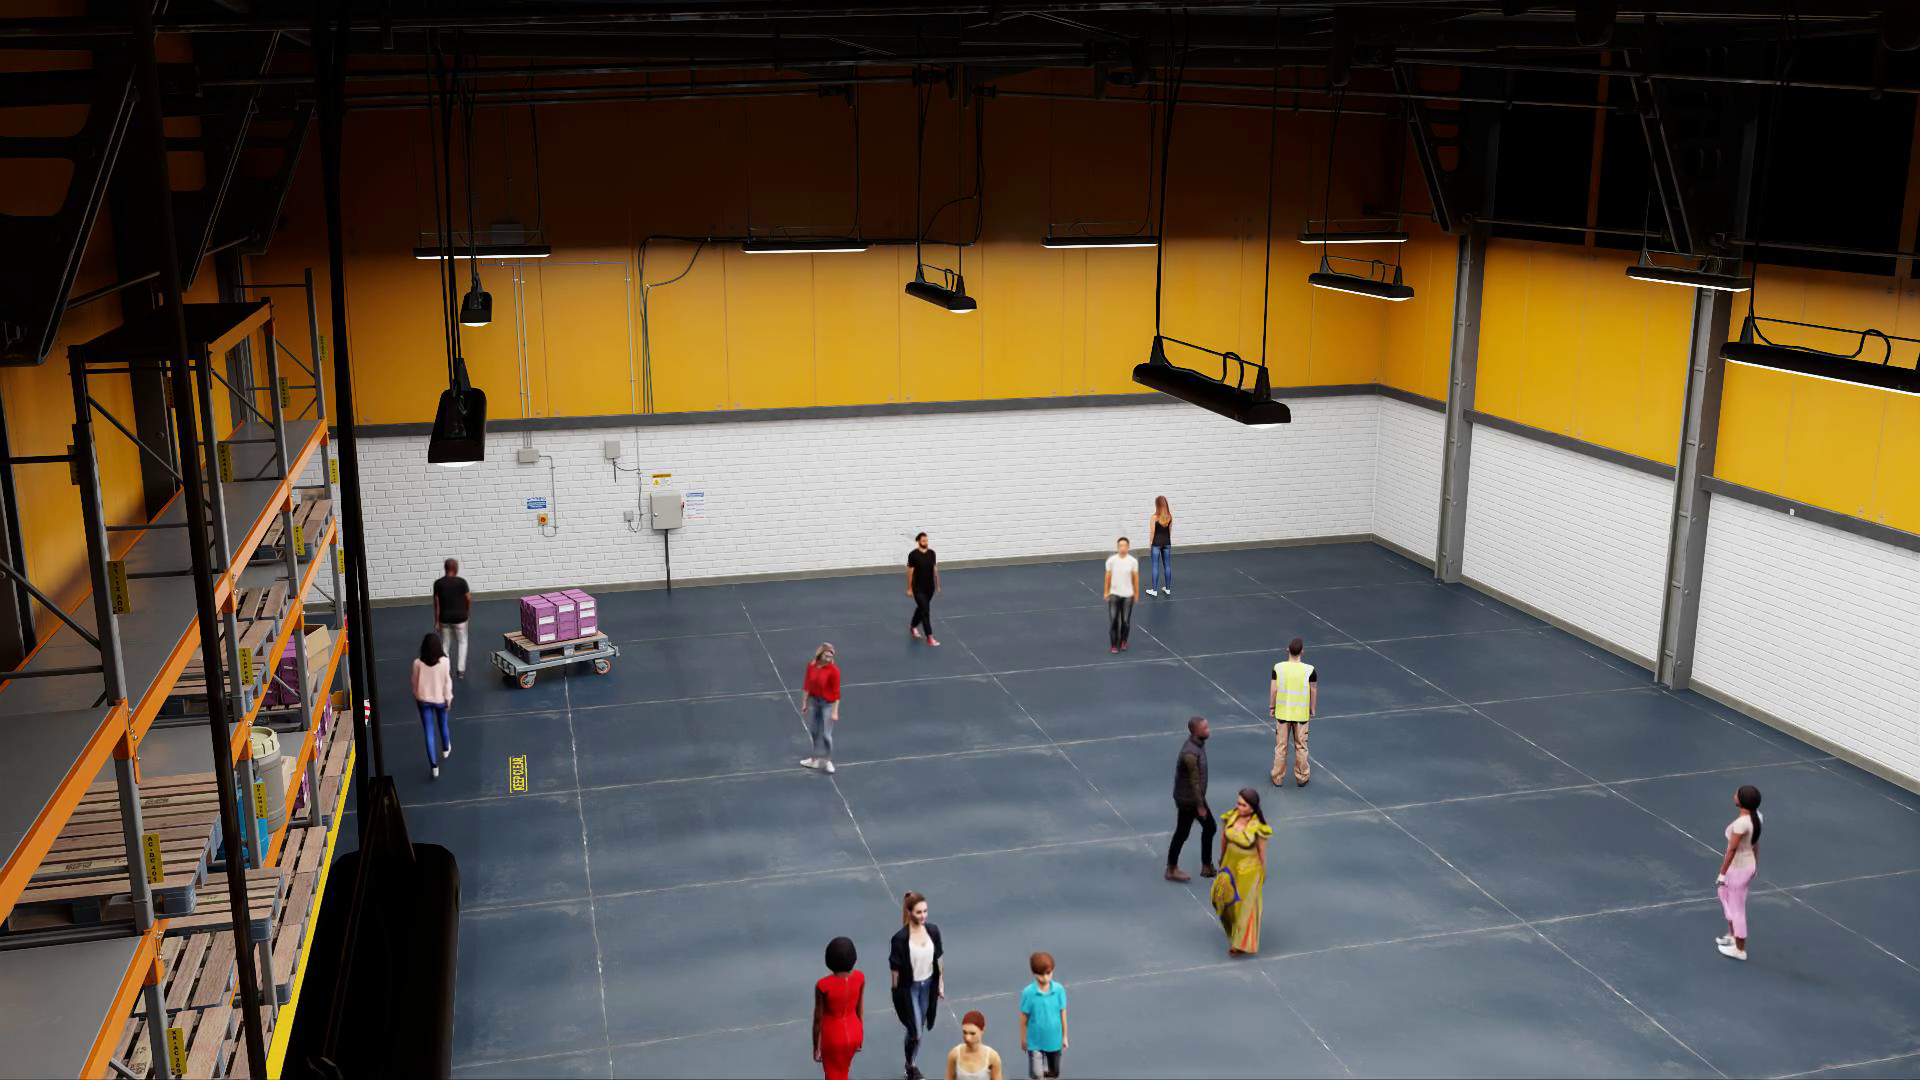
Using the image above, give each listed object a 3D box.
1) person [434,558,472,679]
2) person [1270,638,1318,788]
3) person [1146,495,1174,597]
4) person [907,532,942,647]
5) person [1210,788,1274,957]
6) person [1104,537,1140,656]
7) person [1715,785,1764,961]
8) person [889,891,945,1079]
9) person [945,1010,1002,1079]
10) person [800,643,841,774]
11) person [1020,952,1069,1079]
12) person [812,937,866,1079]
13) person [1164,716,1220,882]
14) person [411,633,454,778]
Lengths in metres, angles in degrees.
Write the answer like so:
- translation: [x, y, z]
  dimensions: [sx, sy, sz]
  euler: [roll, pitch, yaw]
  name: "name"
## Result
- translation: [-7.194, 1.166, 23.690]
  dimensions: [0.751, 1.778, 0.826]
  euler: [-3, 14, -11]
  name: "person"
- translation: [3.973, 2.053, 19.883]
  dimensions: [0.821, 1.845, 0.845]
  euler: [2, 14, 8]
  name: "person"
- translation: [3.418, 0.081, 28.283]
  dimensions: [0.621, 1.724, 0.572]
  euler: [-6, 15, -23]
  name: "person"
- translation: [-0.612, 0.736, 25.592]
  dimensions: [0.919, 1.717, 1.216]
  euler: [-9, 17, -34]
  name: "person"
- translation: [2.738, 3.119, 15.898]
  dimensions: [1.011, 1.648, 1.043]
  euler: [11, 17, 38]
  name: "person"
- translation: [2.451, 0.818, 25.139]
  dimensions: [0.910, 1.773, 1.129]
  euler: [1, 14, 5]
  name: "person"
- translation: [7.417, 3.143, 15.622]
  dimensions: [0.720, 1.732, 0.747]
  euler: [-12, 18, -41]
  name: "person"
- translation: [-0.409, 3.648, 13.659]
  dimensions: [0.720, 1.674, 0.788]
  euler: [-8, 16, -31]
  name: "person"
- translation: [0.123, 4.100, 11.927]
  dimensions: [0.899, 1.611, 1.074]
  euler: [4, 14, 15]
  name: "person"
- translation: [-1.710, 2.031, 20.318]
  dimensions: [0.773, 1.682, 0.872]
  euler: [13, 19, 43]
  name: "person"
- translation: [0.655, 3.898, 13.134]
  dimensions: [0.529, 1.435, 0.836]
  euler: [-3, 14, -12]
  name: "person"
- translation: [-0.869, 3.875, 12.624]
  dimensions: [0.742, 1.720, 1.041]
  euler: [-8, 16, -29]
  name: "person"
- translation: [2.316, 2.700, 17.282]
  dimensions: [1.027, 1.811, 0.983]
  euler: [6, 15, 22]
  name: "person"
- translation: [-6.426, 2.036, 20.232]
  dimensions: [0.687, 1.714, 1.126]
  euler: [-3, 14, -11]
  name: "person"
